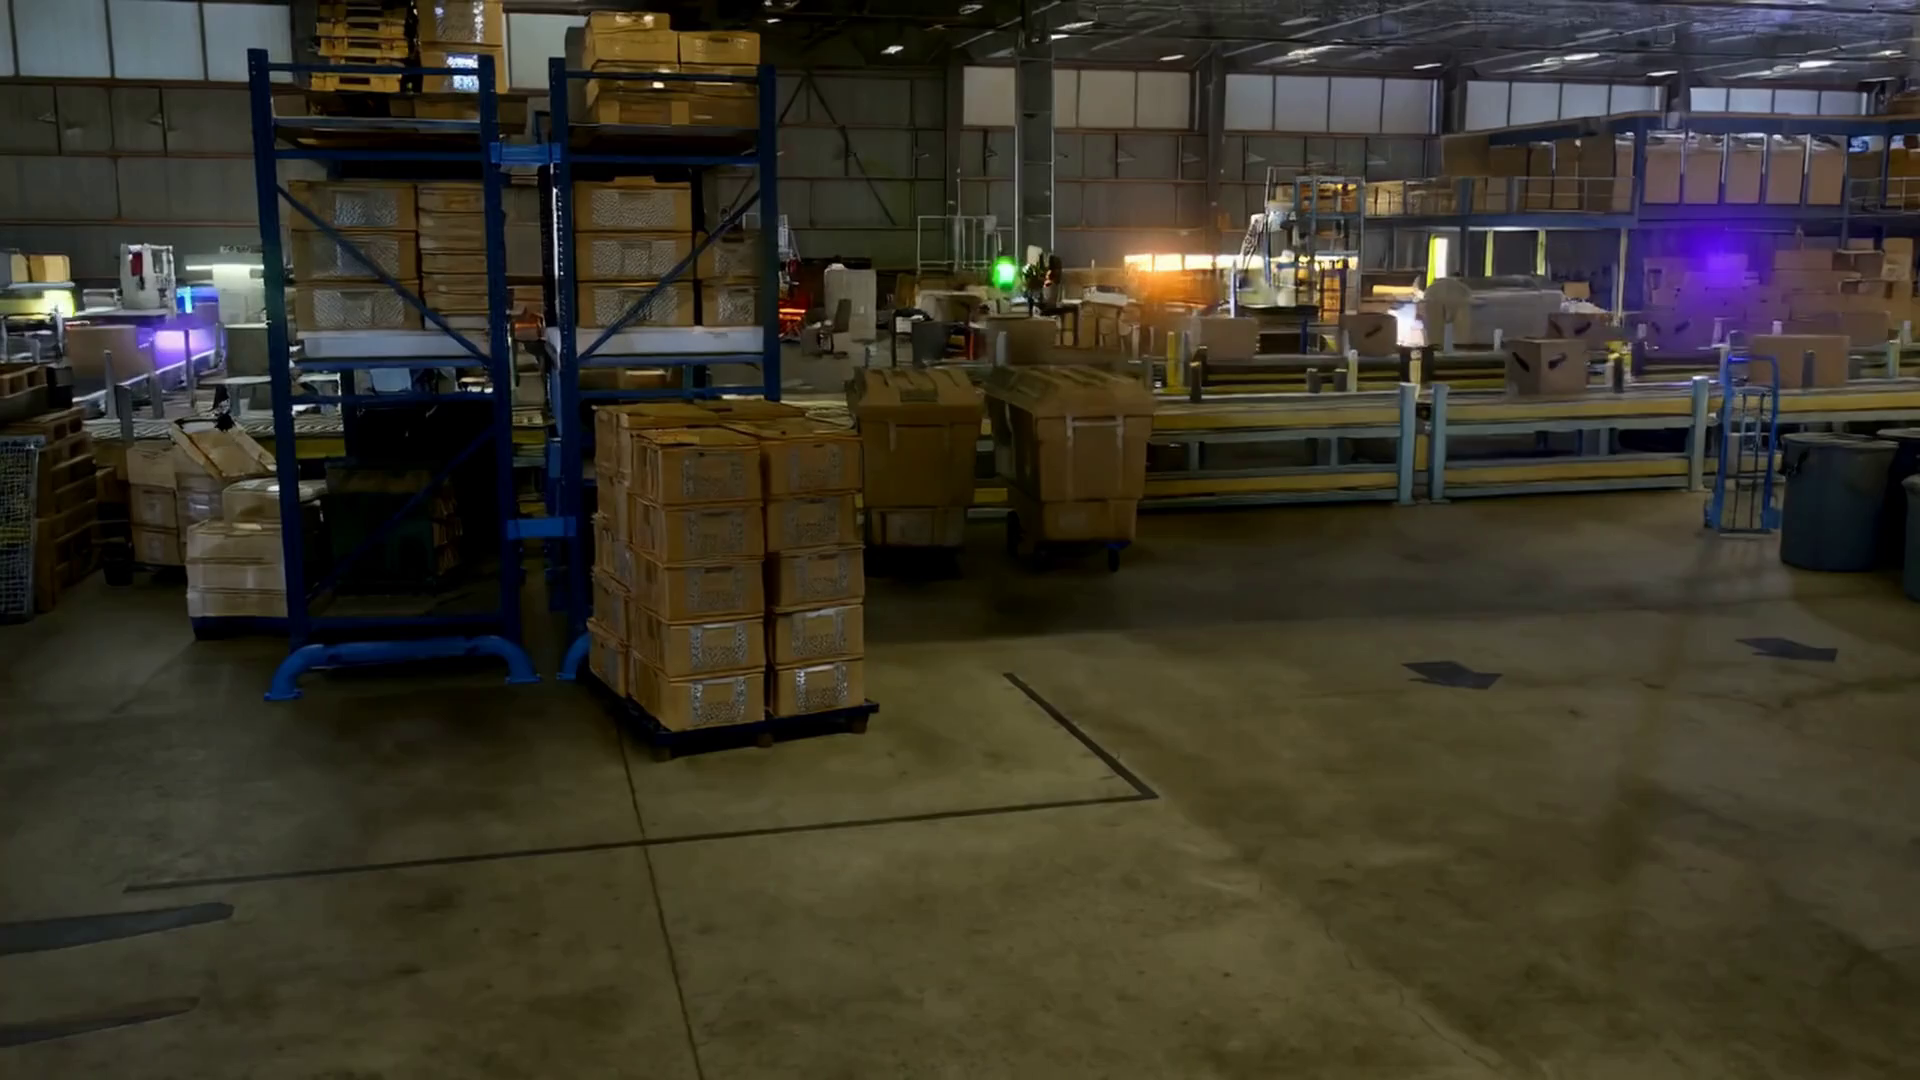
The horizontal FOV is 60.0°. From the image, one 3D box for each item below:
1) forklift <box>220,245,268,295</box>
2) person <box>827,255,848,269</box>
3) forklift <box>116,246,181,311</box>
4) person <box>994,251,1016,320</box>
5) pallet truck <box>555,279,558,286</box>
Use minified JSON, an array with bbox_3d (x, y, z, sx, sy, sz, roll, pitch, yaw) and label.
[{"bbox_3d":[-17.749,-6.334,41.440,1.157,1.987,2.680,-3,10,-17],"label":"forklift"},{"bbox_3d":[-3.509,-7.373,48.550,0.661,1.878,0.822,2,10,12],"label":"person"},{"bbox_3d":[-19.966,-6.232,40.894,1.157,1.987,2.680,-3,10,-15],"label":"forklift"},{"bbox_3d":[1.155,-6.189,41.477,0.609,2.021,0.850,-6,11,-29],"label":"person"},{"bbox_3d":[-10.604,-6.375,44.520,0.653,1.274,1.630,-3,10,-15],"label":"pallet truck"}]
